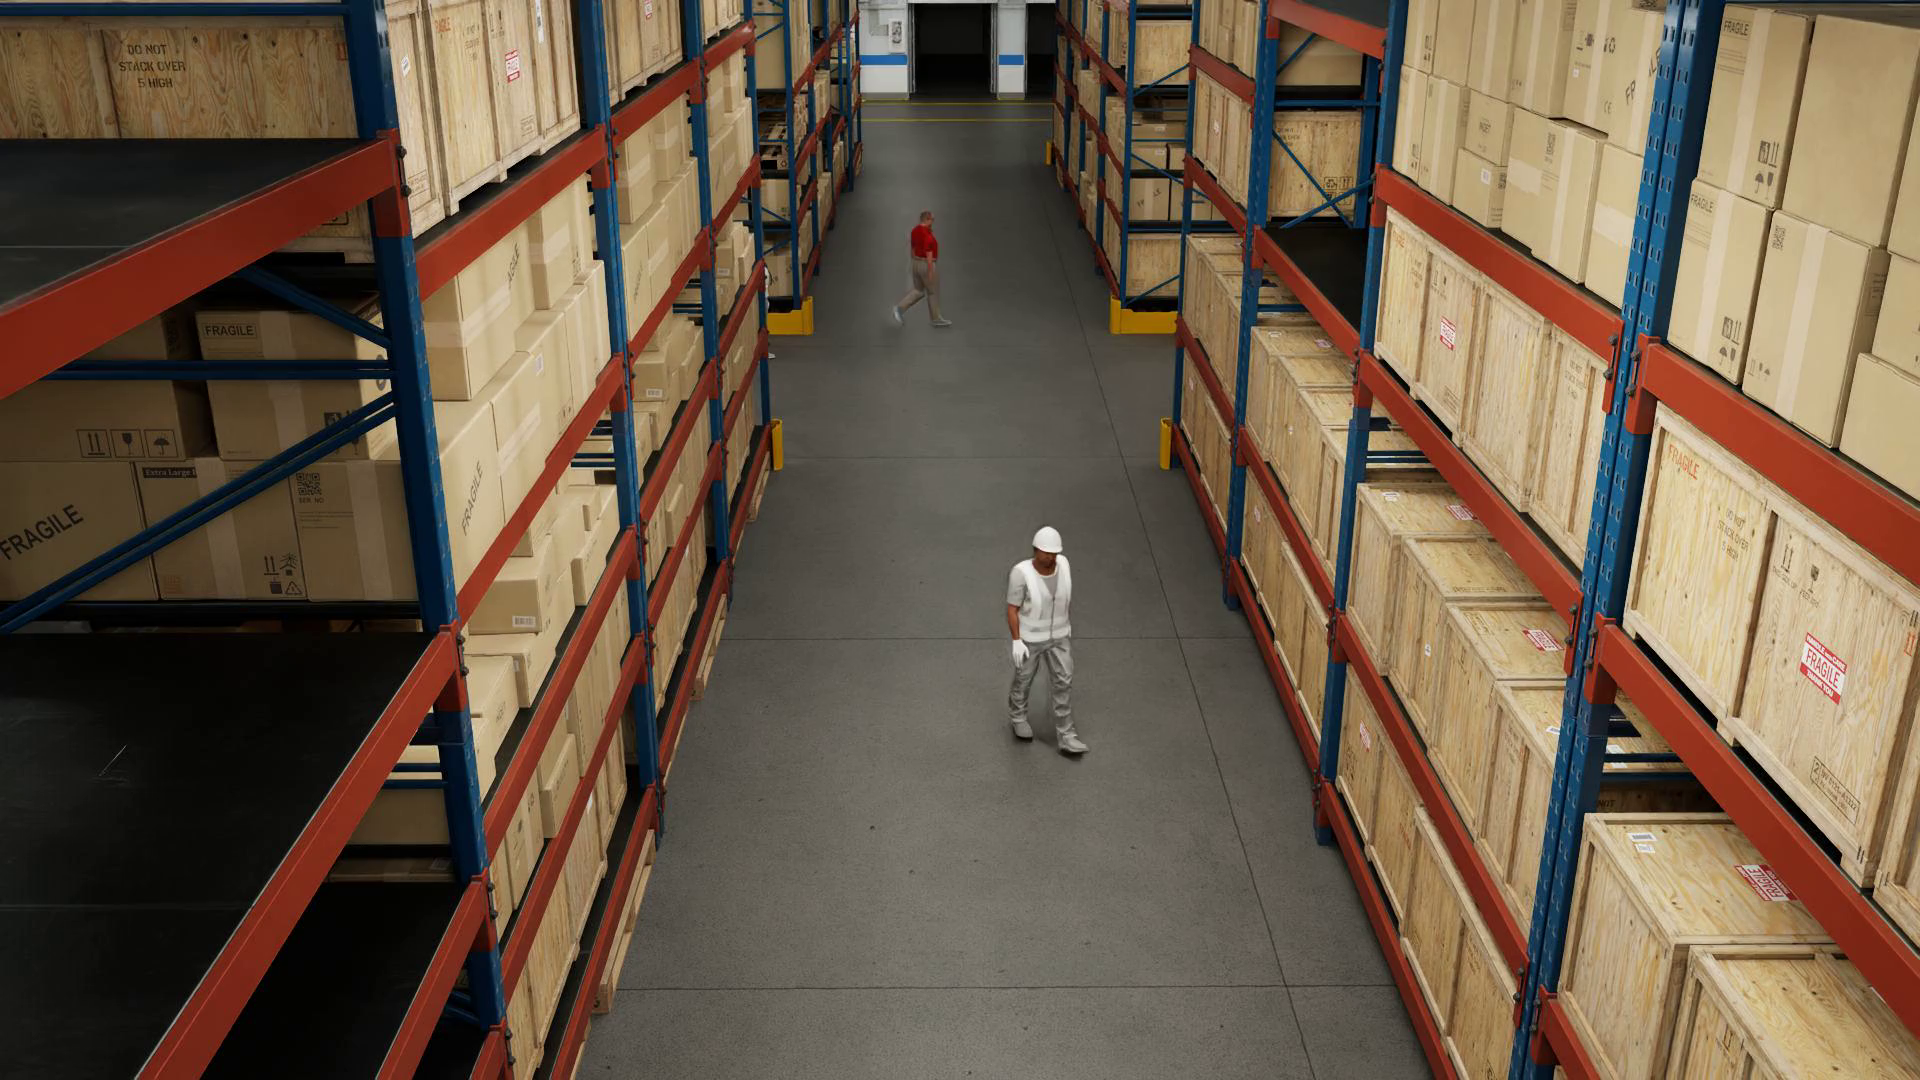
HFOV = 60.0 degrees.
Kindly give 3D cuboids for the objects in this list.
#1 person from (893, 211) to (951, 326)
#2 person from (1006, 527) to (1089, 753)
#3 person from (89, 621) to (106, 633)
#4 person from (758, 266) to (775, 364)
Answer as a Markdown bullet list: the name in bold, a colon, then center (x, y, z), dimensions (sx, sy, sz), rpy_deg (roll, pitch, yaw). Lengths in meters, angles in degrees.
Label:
- **person**: center (-0.571, -4.050, 24.846), dimensions (0.826, 1.716, 0.572), rpy_deg (-13, 25, -30)
- **person**: center (0.658, 0.750, 12.542), dimensions (0.623, 1.770, 0.777), rpy_deg (-9, 23, -21)
- **person**: center (-7.268, 0.195, 13.997), dimensions (0.548, 1.782, 0.397), rpy_deg (3, 22, 8)
- **person**: center (-2.818, -3.329, 23.064), dimensions (0.372, 1.693, 0.457), rpy_deg (11, 24, 25)
